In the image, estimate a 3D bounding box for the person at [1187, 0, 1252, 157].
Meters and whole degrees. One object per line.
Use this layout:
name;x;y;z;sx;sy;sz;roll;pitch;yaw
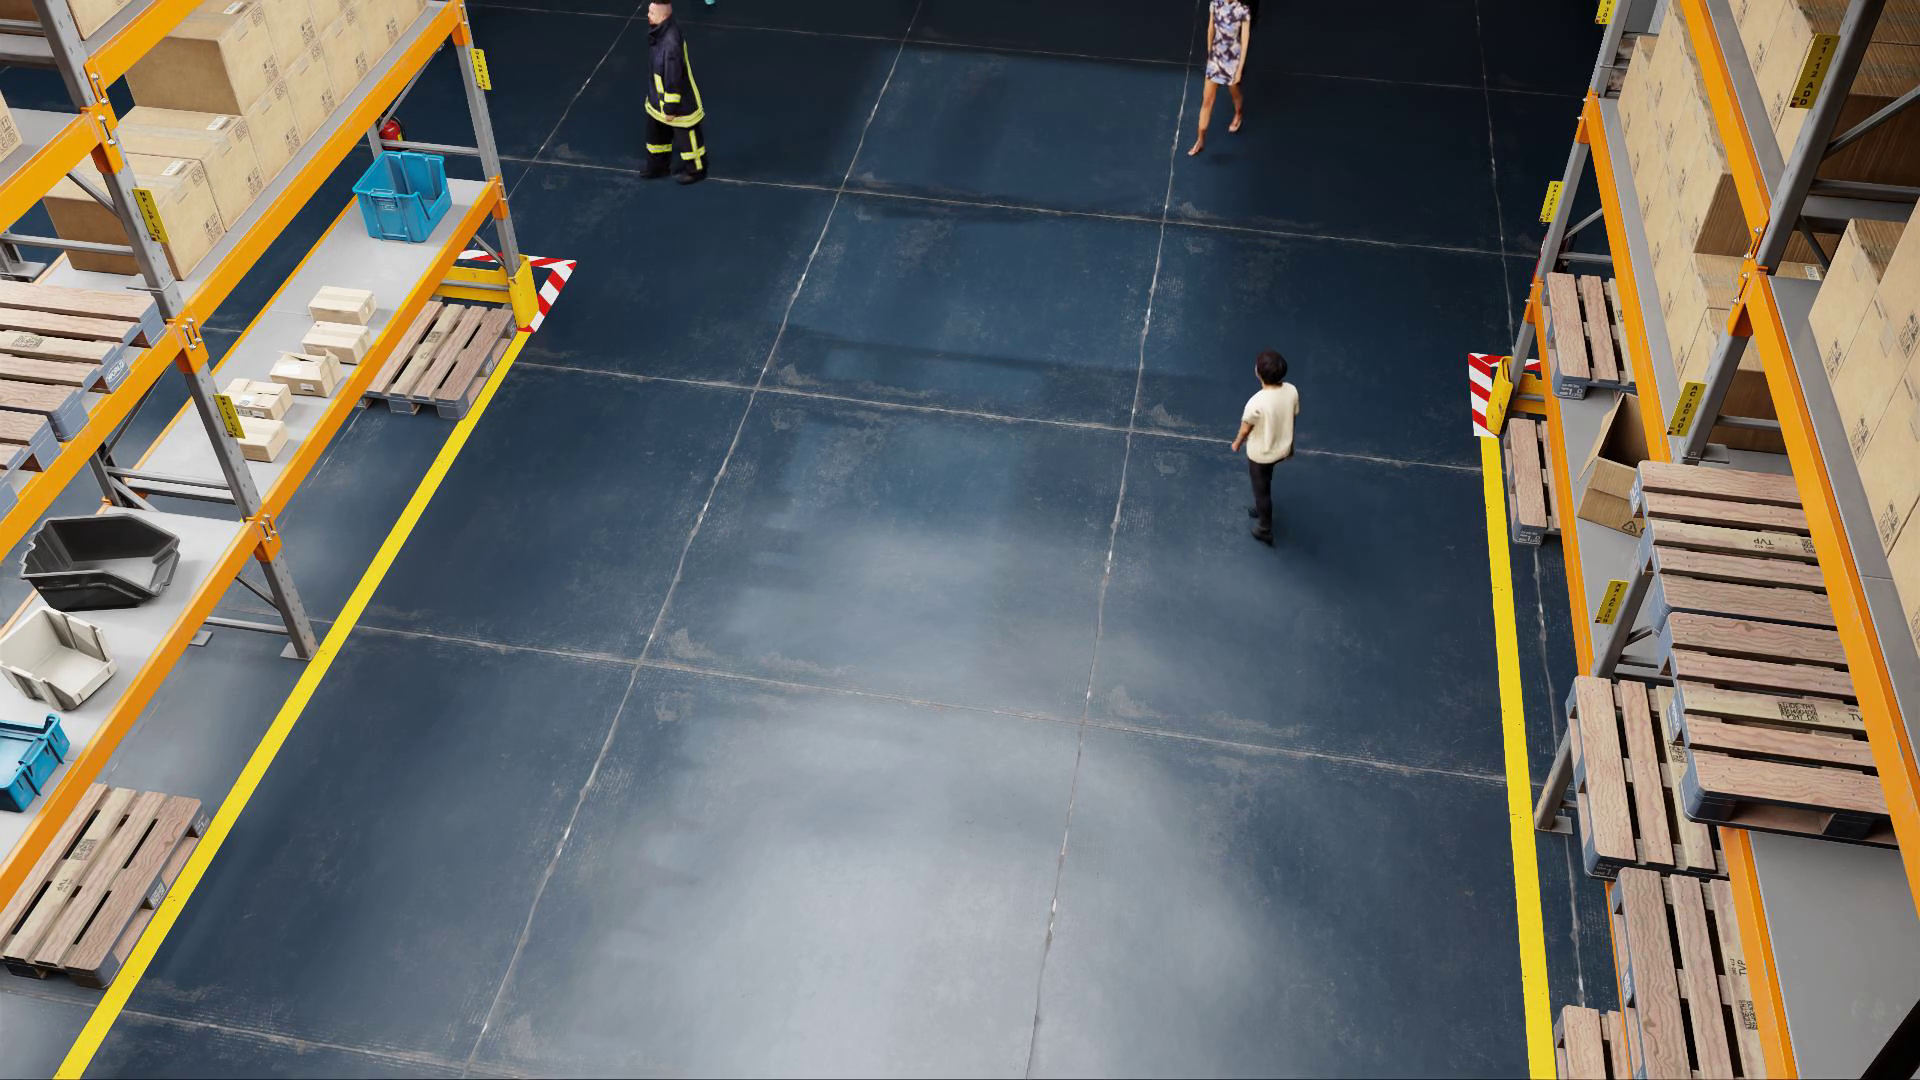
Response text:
person;2.538;-4.479;15.504;0.886;1.690;1.219;22;48;22

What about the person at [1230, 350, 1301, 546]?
person;2.176;-0.566;11.485;0.743;1.567;0.805;-26;49;-25

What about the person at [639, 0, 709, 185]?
person;-2.500;-4.057;14.950;1.058;1.844;1.000;-18;46;-18
